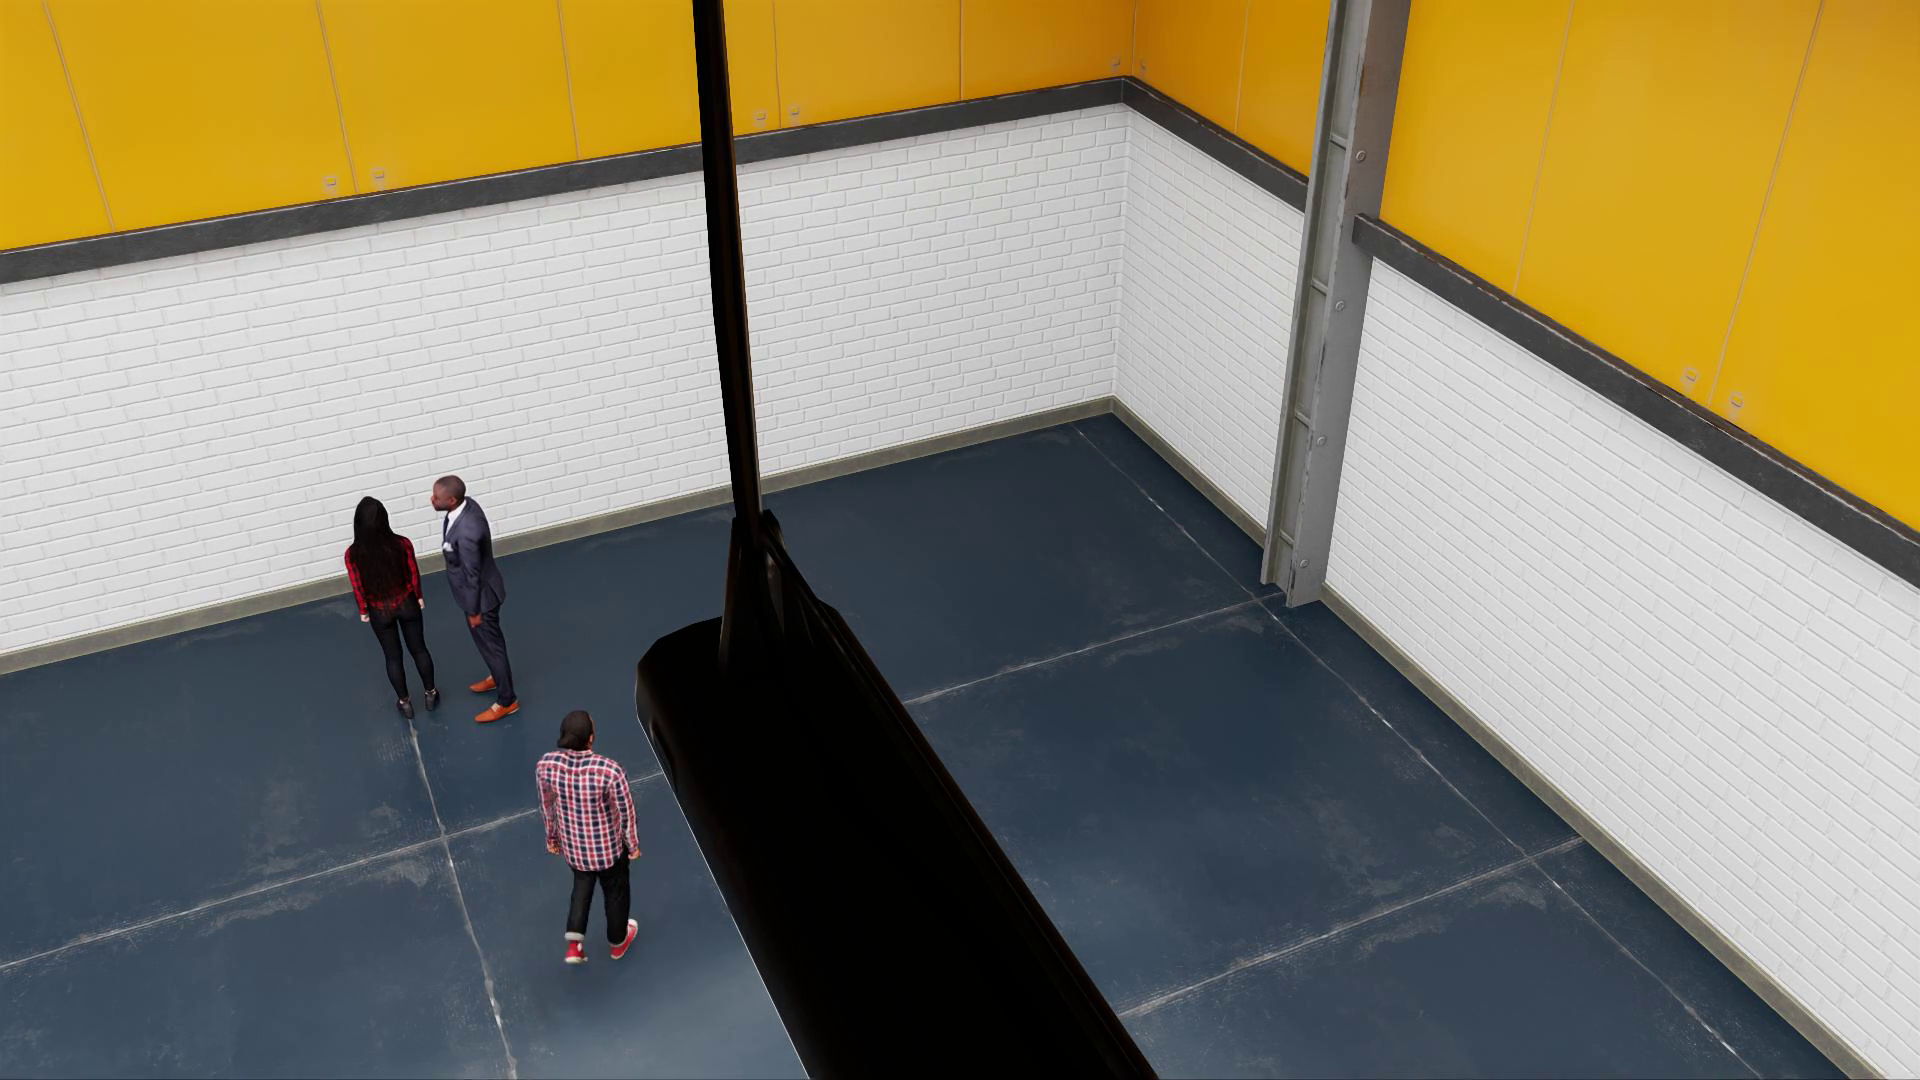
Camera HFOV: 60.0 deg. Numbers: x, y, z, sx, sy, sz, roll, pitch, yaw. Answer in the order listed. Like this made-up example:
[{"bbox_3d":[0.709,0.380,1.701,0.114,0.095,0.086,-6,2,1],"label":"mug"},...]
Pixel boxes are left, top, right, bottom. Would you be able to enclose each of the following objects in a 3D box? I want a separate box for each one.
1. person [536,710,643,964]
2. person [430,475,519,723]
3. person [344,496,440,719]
[{"bbox_3d":[-2.018,1.673,9.032,0.902,1.754,0.967,7,34,10],"label":"person"},{"bbox_3d":[-3.178,0.349,10.965,0.764,1.818,0.554,-10,35,-15],"label":"person"},{"bbox_3d":[-3.729,0.451,10.958,0.582,1.656,0.507,-16,37,-23],"label":"person"}]
